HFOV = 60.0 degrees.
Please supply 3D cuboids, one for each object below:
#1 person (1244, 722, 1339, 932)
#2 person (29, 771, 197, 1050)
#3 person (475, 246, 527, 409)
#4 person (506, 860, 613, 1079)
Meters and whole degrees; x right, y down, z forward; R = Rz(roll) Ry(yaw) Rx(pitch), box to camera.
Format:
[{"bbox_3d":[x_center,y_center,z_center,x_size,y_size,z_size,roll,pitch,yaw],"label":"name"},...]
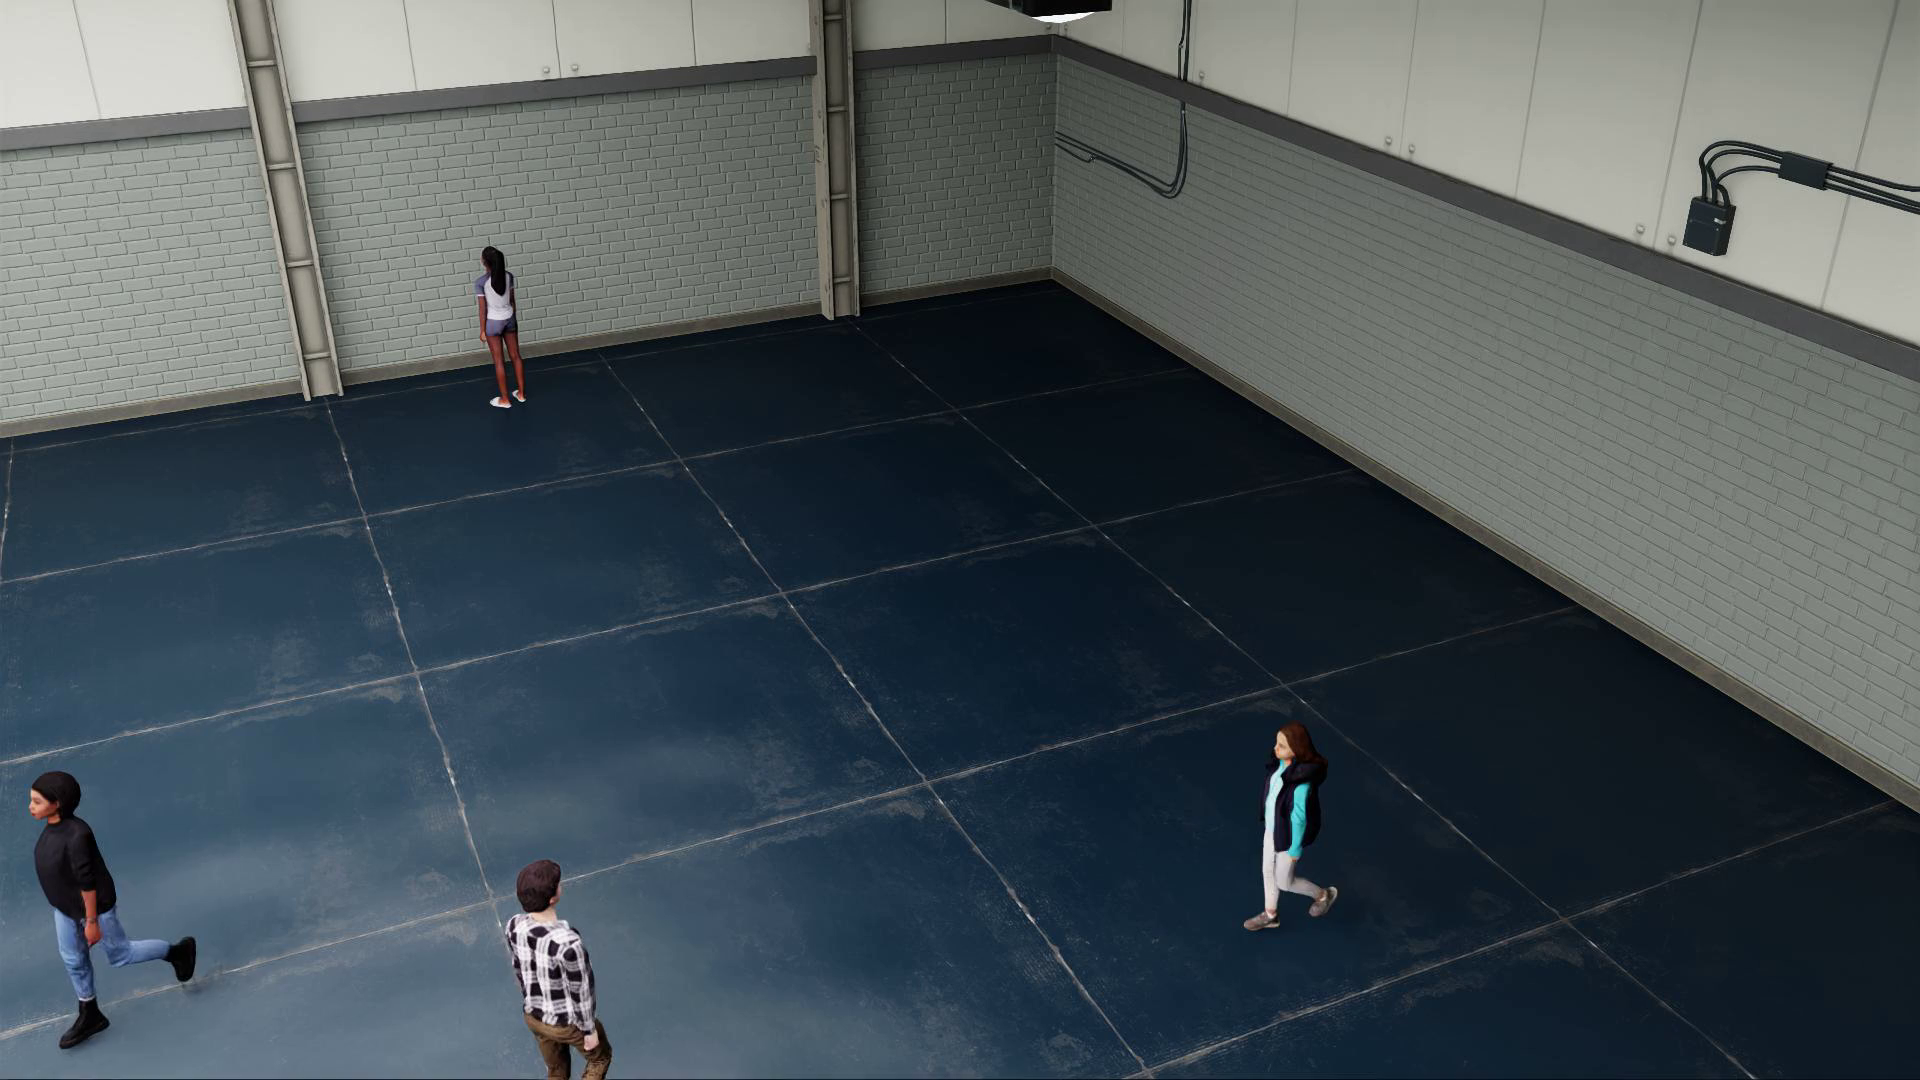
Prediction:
[{"bbox_3d":[2.014,1.721,9.938,0.847,1.483,0.667,-5,28,-10],"label":"person"},{"bbox_3d":[-4.748,1.991,9.194,0.900,1.682,1.098,18,32,31],"label":"person"},{"bbox_3d":[-4.798,-2.232,17.354,0.752,1.721,0.638,22,34,36],"label":"person"},{"bbox_3d":[-2.038,2.402,8.266,0.751,1.801,0.789,13,30,24],"label":"person"}]
